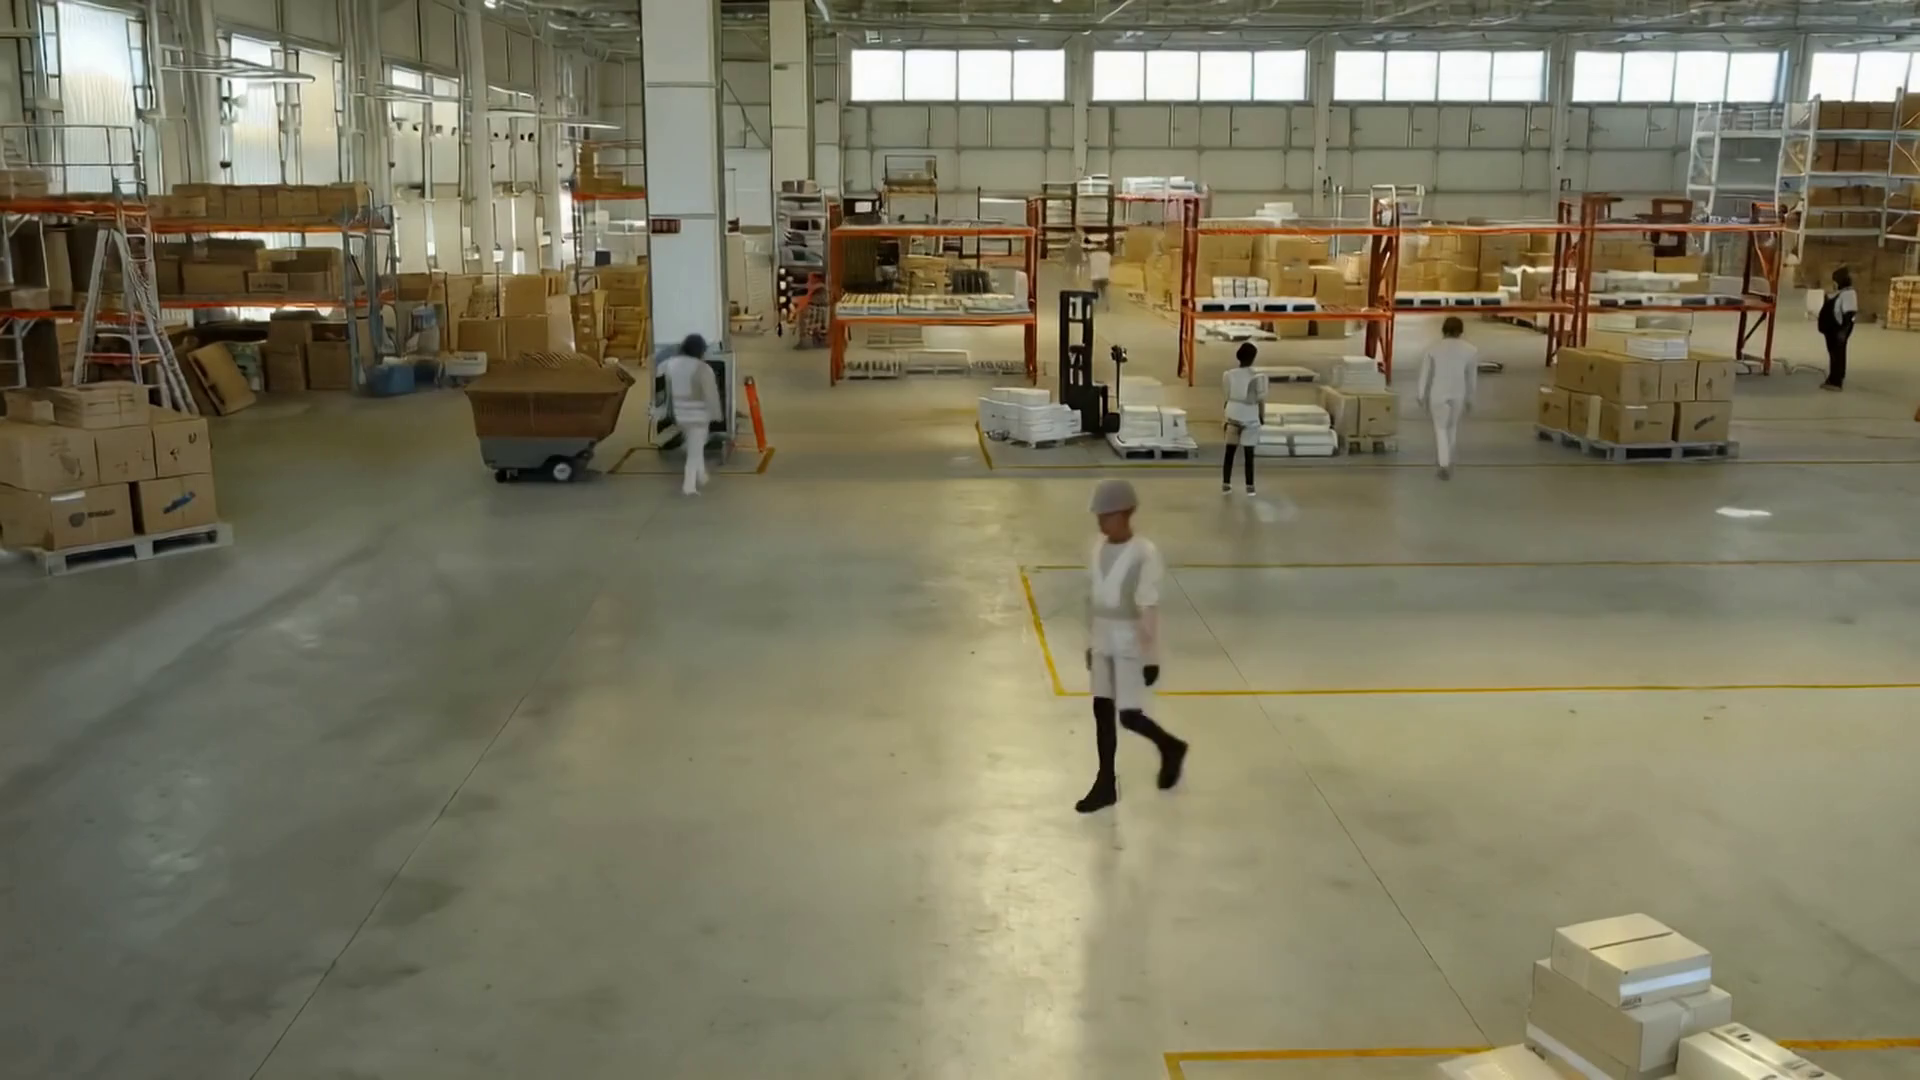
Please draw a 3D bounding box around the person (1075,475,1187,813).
[{"bbox_3d":[0.954,0.570,9.334,0.628,1.924,0.547,-10,16,-37],"label":"person"}]

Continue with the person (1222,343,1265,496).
[{"bbox_3d":[3.144,-1.341,18.495,0.534,1.693,0.321,10,16,38],"label":"person"}]

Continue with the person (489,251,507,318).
[{"bbox_3d":[-11.385,-6.264,40.857,0.524,1.632,0.313,12,17,43],"label":"person"}]

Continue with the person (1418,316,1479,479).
[{"bbox_3d":[5.742,-1.680,19.543,0.628,1.904,0.991,0,12,1],"label":"person"}]

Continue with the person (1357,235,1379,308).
[{"bbox_3d":[10.549,-6.884,42.946,0.635,1.937,0.353,-5,13,-20],"label":"person"}]

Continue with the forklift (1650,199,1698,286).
[{"bbox_3d":[19.214,-7.847,45.152,1.129,2.768,1.873,0,12,-2],"label":"forklift"}]

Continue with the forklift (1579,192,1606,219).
[{"bbox_3d":[23.318,-11.480,61.555,1.129,2.768,1.873,-4,13,-17],"label":"forklift"}]

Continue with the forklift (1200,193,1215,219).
[{"bbox_3d":[8.381,-10.423,56.779,1.873,2.768,1.129,3,13,13],"label":"forklift"}]

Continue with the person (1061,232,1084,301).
[{"bbox_3d":[3.140,-7.680,46.643,0.645,1.905,0.985,-3,13,-12],"label":"person"}]

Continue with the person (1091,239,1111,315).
[{"bbox_3d":[3.533,-6.635,41.980,0.611,1.872,1.013,-6,14,-25],"label":"person"}]

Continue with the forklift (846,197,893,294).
[{"bbox_3d":[-2.888,-8.773,49.330,1.129,2.768,1.873,7,14,28],"label":"forklift"}]

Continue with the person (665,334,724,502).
[{"bbox_3d":[-2.835,-1.360,18.301,0.651,1.807,0.866,8,15,33],"label":"person"}]

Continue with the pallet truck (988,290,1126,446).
[{"bbox_3d":[1.257,-2.299,22.111,1.885,1.965,0.823,-9,15,-35],"label":"pallet truck"}]

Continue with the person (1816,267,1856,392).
[{"bbox_3d":[14.293,-3.441,27.166,0.535,2.000,0.688,4,13,16],"label":"person"}]
